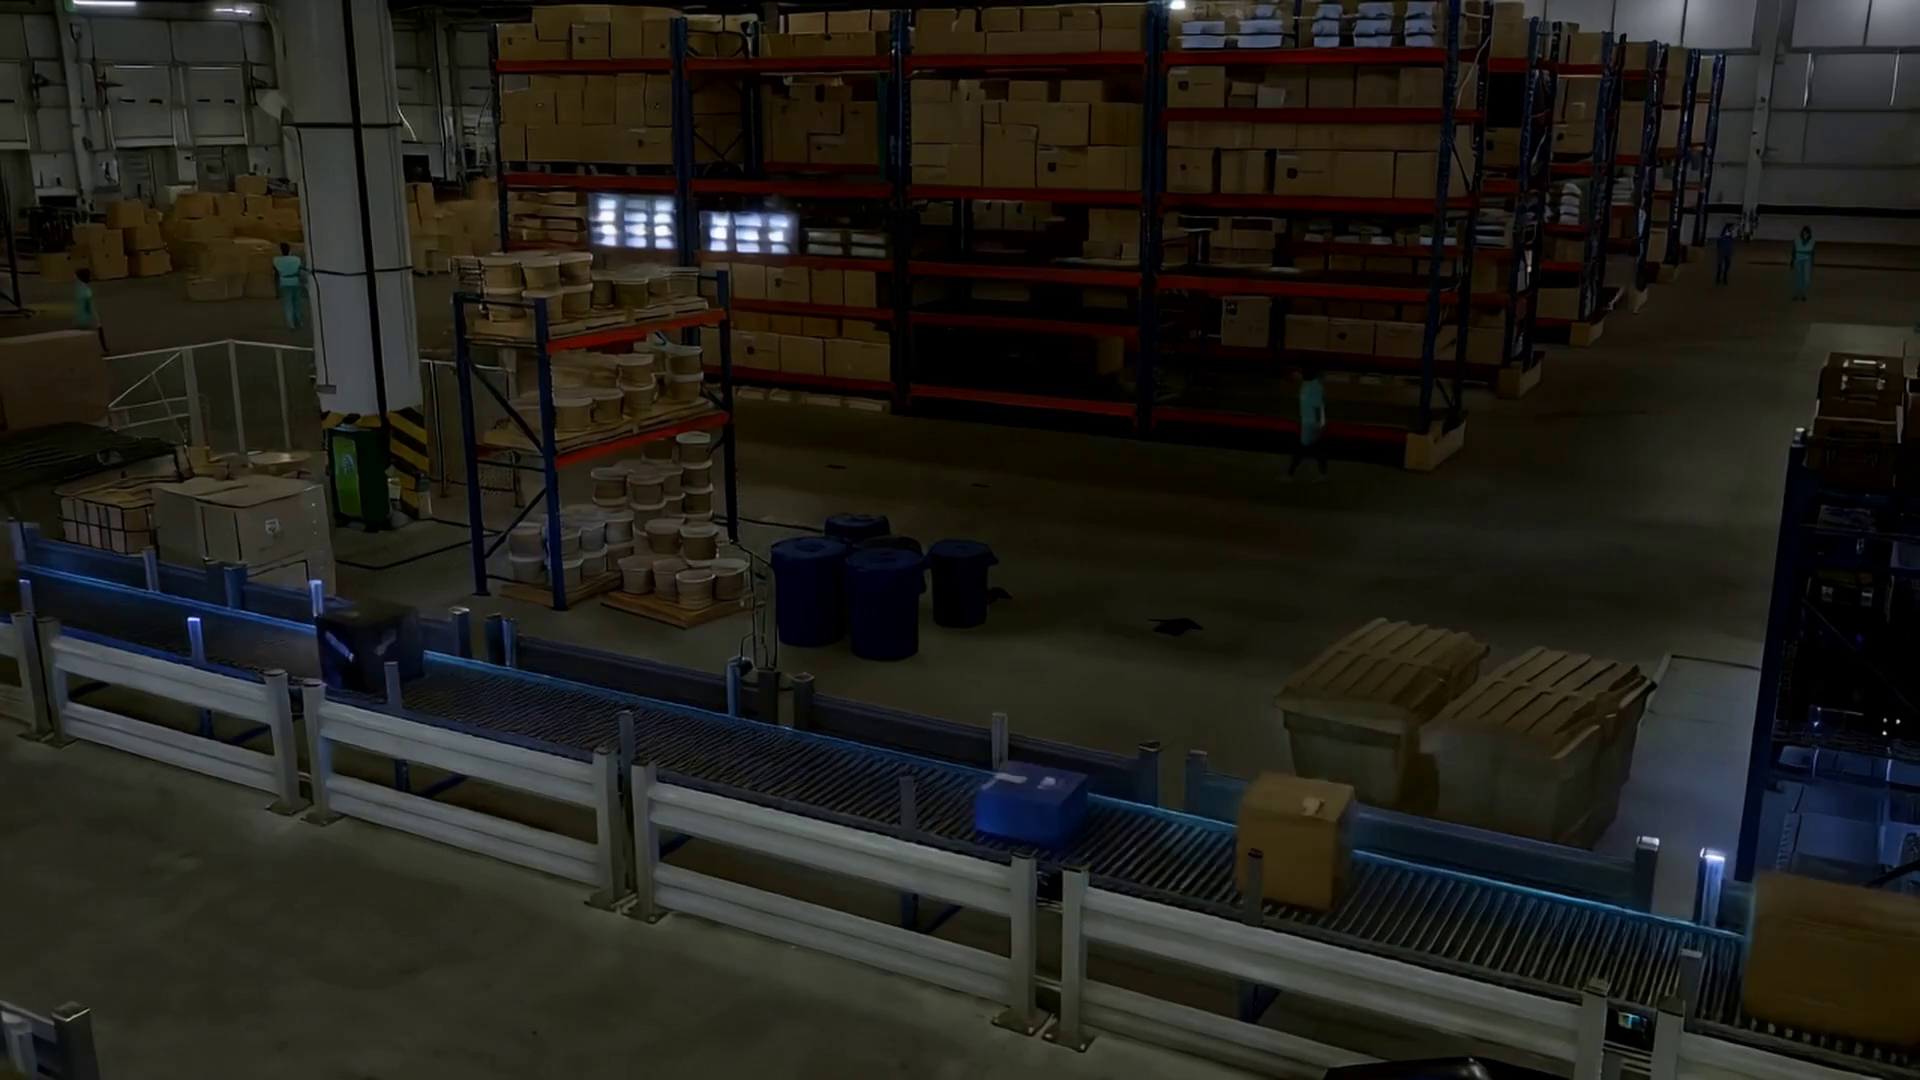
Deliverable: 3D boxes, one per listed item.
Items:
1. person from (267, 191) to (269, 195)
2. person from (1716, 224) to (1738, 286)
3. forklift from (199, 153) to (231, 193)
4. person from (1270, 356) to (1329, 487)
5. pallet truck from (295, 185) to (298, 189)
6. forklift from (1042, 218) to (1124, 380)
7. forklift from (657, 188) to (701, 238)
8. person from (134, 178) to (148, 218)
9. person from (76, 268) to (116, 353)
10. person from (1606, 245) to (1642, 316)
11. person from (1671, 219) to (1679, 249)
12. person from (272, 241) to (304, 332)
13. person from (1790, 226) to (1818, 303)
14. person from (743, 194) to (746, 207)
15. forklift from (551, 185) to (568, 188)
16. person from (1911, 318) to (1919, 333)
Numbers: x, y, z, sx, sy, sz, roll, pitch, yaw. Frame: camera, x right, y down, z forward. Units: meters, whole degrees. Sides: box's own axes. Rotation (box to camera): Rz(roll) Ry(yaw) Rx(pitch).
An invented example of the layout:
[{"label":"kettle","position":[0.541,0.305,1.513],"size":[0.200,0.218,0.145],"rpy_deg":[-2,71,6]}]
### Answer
[{"label":"person","position":[-23.446,-10.972,56.220],"size":[0.636,1.915,0.904],"rpy_deg":[4,15,15]},{"label":"person","position":[20.119,-7.499,43.697],"size":[0.499,1.621,0.535],"rpy_deg":[4,15,13]},{"label":"forklift","position":[-27.440,-12.865,61.464],"size":[1.873,2.768,1.129],"rpy_deg":[8,17,28]},{"label":"person","position":[4.348,-1.487,21.030],"size":[0.853,1.652,0.551],"rpy_deg":[0,15,-1]},{"label":"pallet truck","position":[-26.804,-14.617,69.738],"size":[1.885,1.965,0.823],"rpy_deg":[-14,20,-42]},{"label":"forklift","position":[1.785,-4.040,28.288],"size":[1.873,2.768,1.129],"rpy_deg":[8,17,28]},{"label":"forklift","position":[-8.431,-9.380,48.361],"size":[1.873,2.768,1.129],"rpy_deg":[8,17,28]},{"label":"person","position":[-33.673,-14.054,68.345],"size":[0.516,1.625,0.375],"rpy_deg":[6,16,20]},{"label":"person","position":[-16.804,-4.387,31.915],"size":[0.830,1.666,0.527],"rpy_deg":[-14,20,-41]},{"label":"person","position":[15.071,-5.864,37.589],"size":[0.782,1.605,0.502],"rpy_deg":[-2,15,-8]},{"label":"person","position":[19.792,-8.425,46.614],"size":[0.597,1.918,0.383],"rpy_deg":[14,21,43]},{"label":"person","position":[-14.129,-5.336,35.037],"size":[0.595,1.907,0.449],"rpy_deg":[-7,16,-25]},{"label":"person","position":[20.318,-6.639,40.082],"size":[0.562,1.819,0.723],"rpy_deg":[5,16,18]},{"label":"person","position":[-6.782,-9.982,52.372],"size":[0.772,1.968,0.626],"rpy_deg":[-13,19,-39]},{"label":"forklift","position":[-15.292,-13.524,63.939],"size":[1.873,2.768,1.129],"rpy_deg":[8,17,28]},{"label":"person","position":[20.516,-5.273,34.658],"size":[1.047,1.988,0.645],"rpy_deg":[7,16,24]}]
